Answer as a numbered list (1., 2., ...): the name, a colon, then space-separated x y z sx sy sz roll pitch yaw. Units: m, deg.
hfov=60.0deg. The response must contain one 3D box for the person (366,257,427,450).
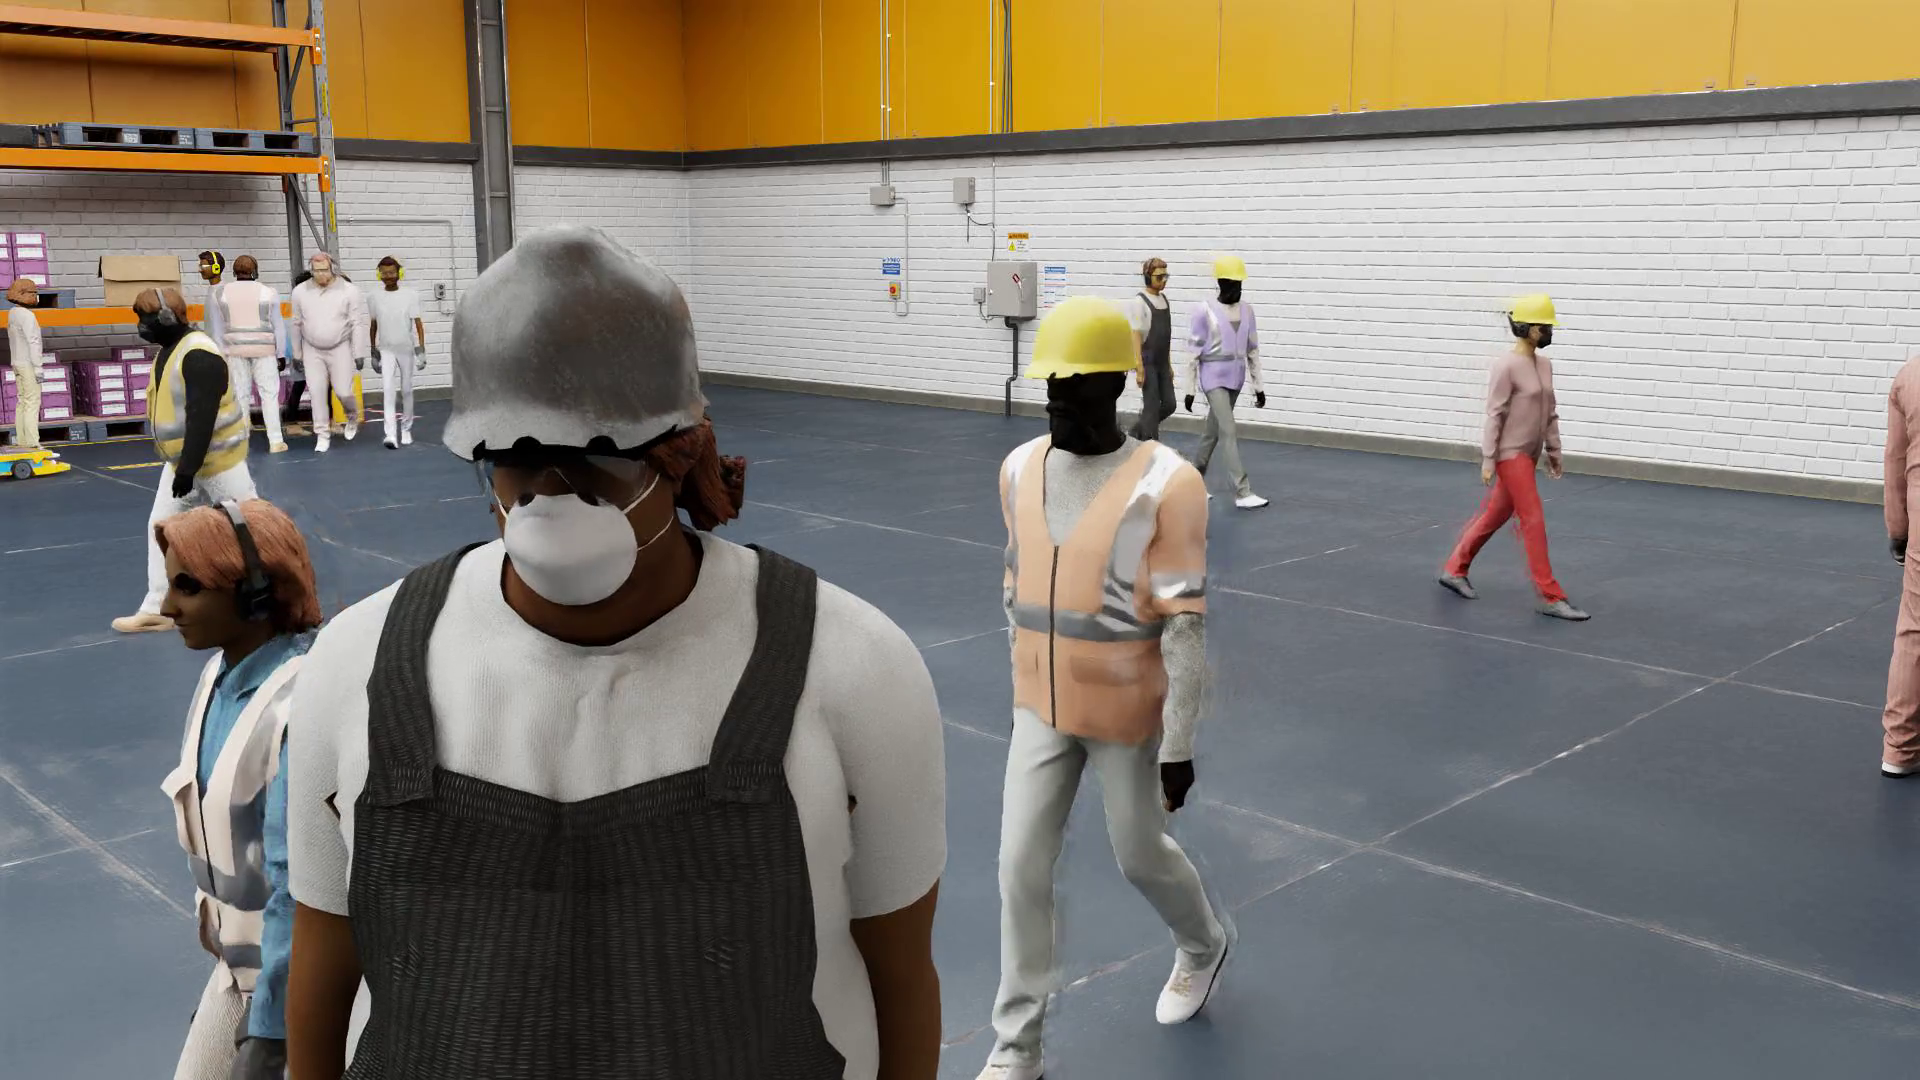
1. person: -5.370 -1.782 15.878 0.525 1.815 0.973 -3 11 -13

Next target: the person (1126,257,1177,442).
1. person: 1.631 -1.502 14.290 0.541 1.834 0.541 8 13 38

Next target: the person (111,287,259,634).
1. person: -3.881 -0.401 8.525 0.652 1.774 0.869 9 14 42

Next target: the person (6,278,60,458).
1. person: -8.473 -1.556 15.138 0.505 1.632 0.269 10 14 42

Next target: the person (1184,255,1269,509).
1. person: 1.999 -1.192 12.496 0.606 1.873 0.985 -7 13 -35

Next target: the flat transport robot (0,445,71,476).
1. flat transport robot: -8.207 -0.607 13.681 0.652 0.197 1.431 7 13 34

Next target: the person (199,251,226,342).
1. person: -7.223 -1.870 16.216 0.316 1.868 0.531 -10 14 -43

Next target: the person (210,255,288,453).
1. person: -6.586 -1.721 15.475 0.625 1.844 0.429 -2 11 -11

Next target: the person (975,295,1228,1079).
1. person: 0.360 0.360 3.997 0.596 1.896 0.921 9 14 40

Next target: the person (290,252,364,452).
1. person: -5.977 -1.791 15.771 0.662 1.875 0.671 -2 10 -8

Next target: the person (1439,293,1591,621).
1. person: 3.011 -0.470 8.986 0.918 1.720 0.541 10 14 44

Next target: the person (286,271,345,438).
1. person: -6.441 -1.848 16.630 0.713 1.662 0.537 -7 12 -32

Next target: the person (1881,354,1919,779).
1. person: 3.676 -0.018 6.015 0.403 1.904 0.651 -4 11 -22

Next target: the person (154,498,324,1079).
1. person: -1.172 0.747 2.676 0.517 1.604 0.801 10 14 43
